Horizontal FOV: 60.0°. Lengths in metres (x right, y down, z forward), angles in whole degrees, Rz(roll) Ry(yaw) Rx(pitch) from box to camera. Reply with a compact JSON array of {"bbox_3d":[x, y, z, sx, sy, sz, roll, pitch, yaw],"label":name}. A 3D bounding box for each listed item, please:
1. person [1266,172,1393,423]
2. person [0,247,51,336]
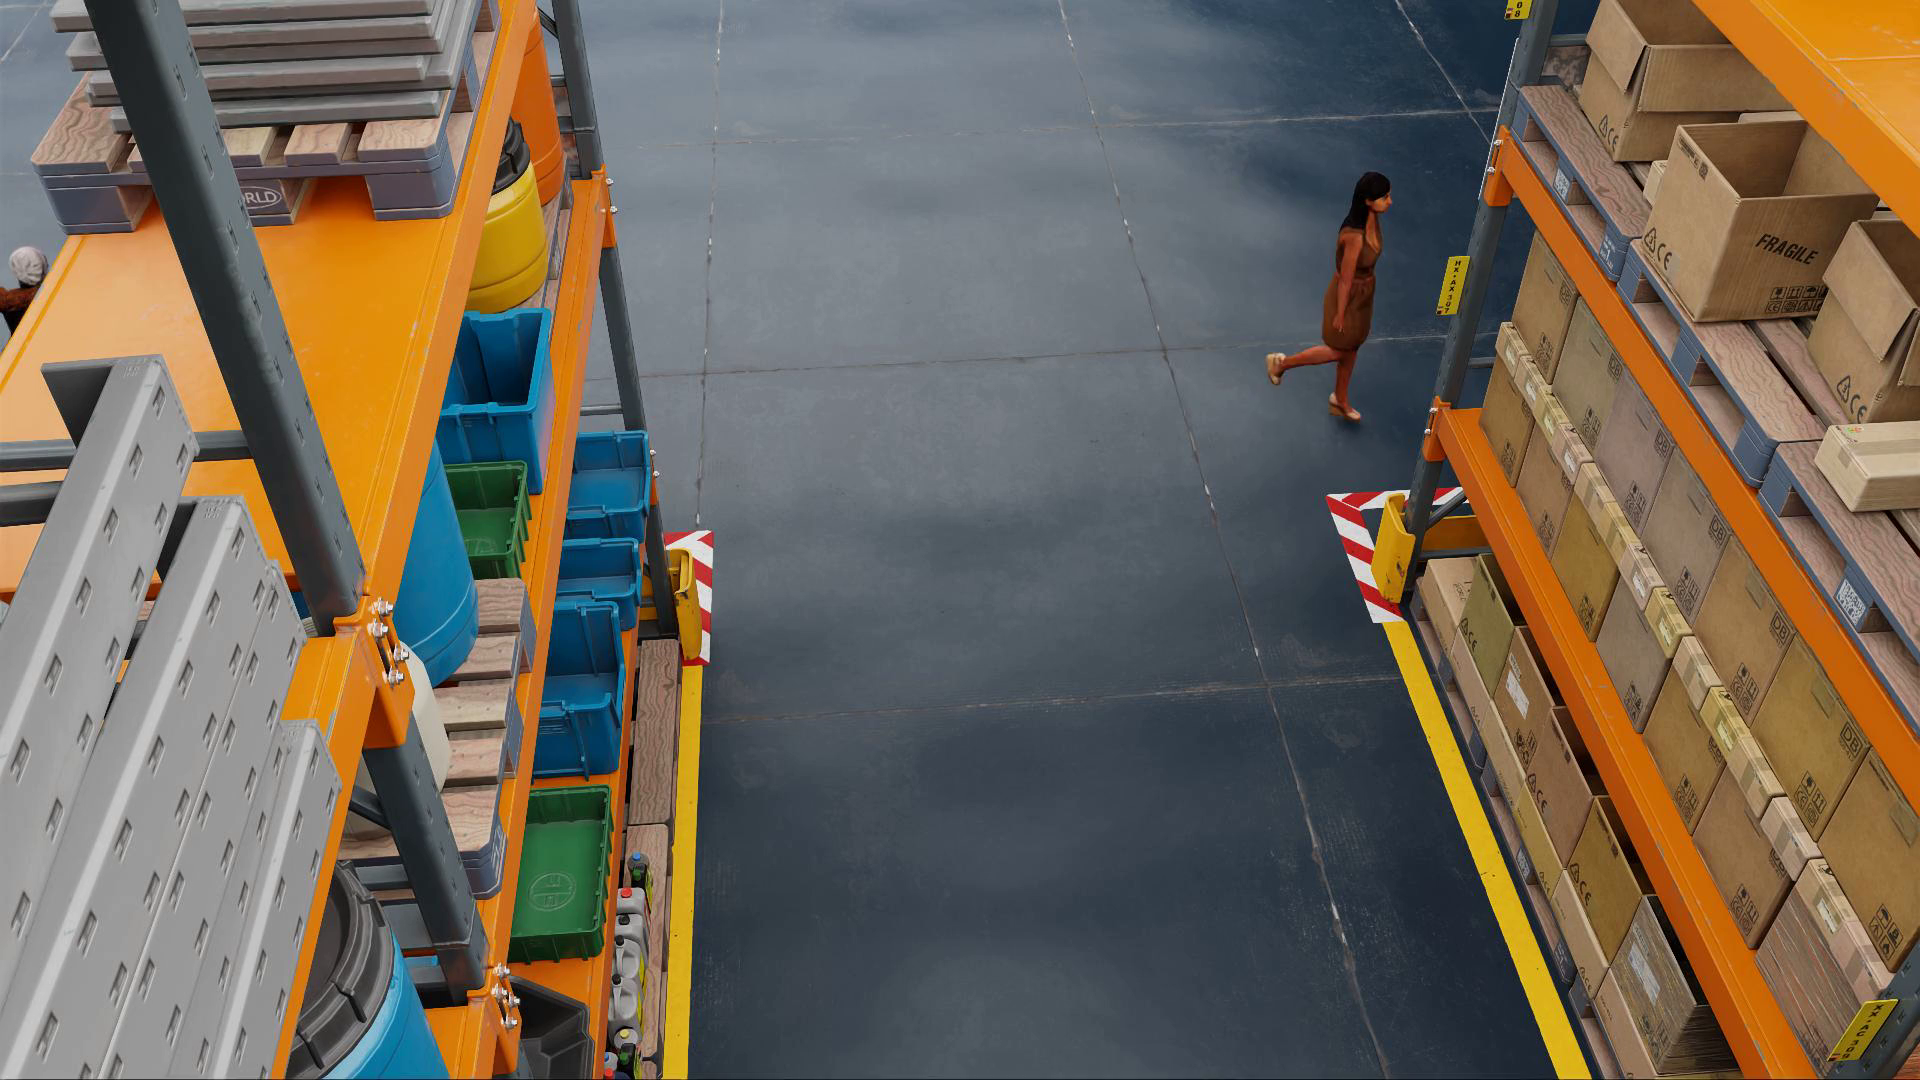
[{"bbox_3d":[2.227,-1.429,9.849,0.897,1.679,0.906,19,46,20],"label":"person"},{"bbox_3d":[-4.984,-0.885,9.292,0.649,1.624,0.681,-8,43,-8],"label":"person"}]
